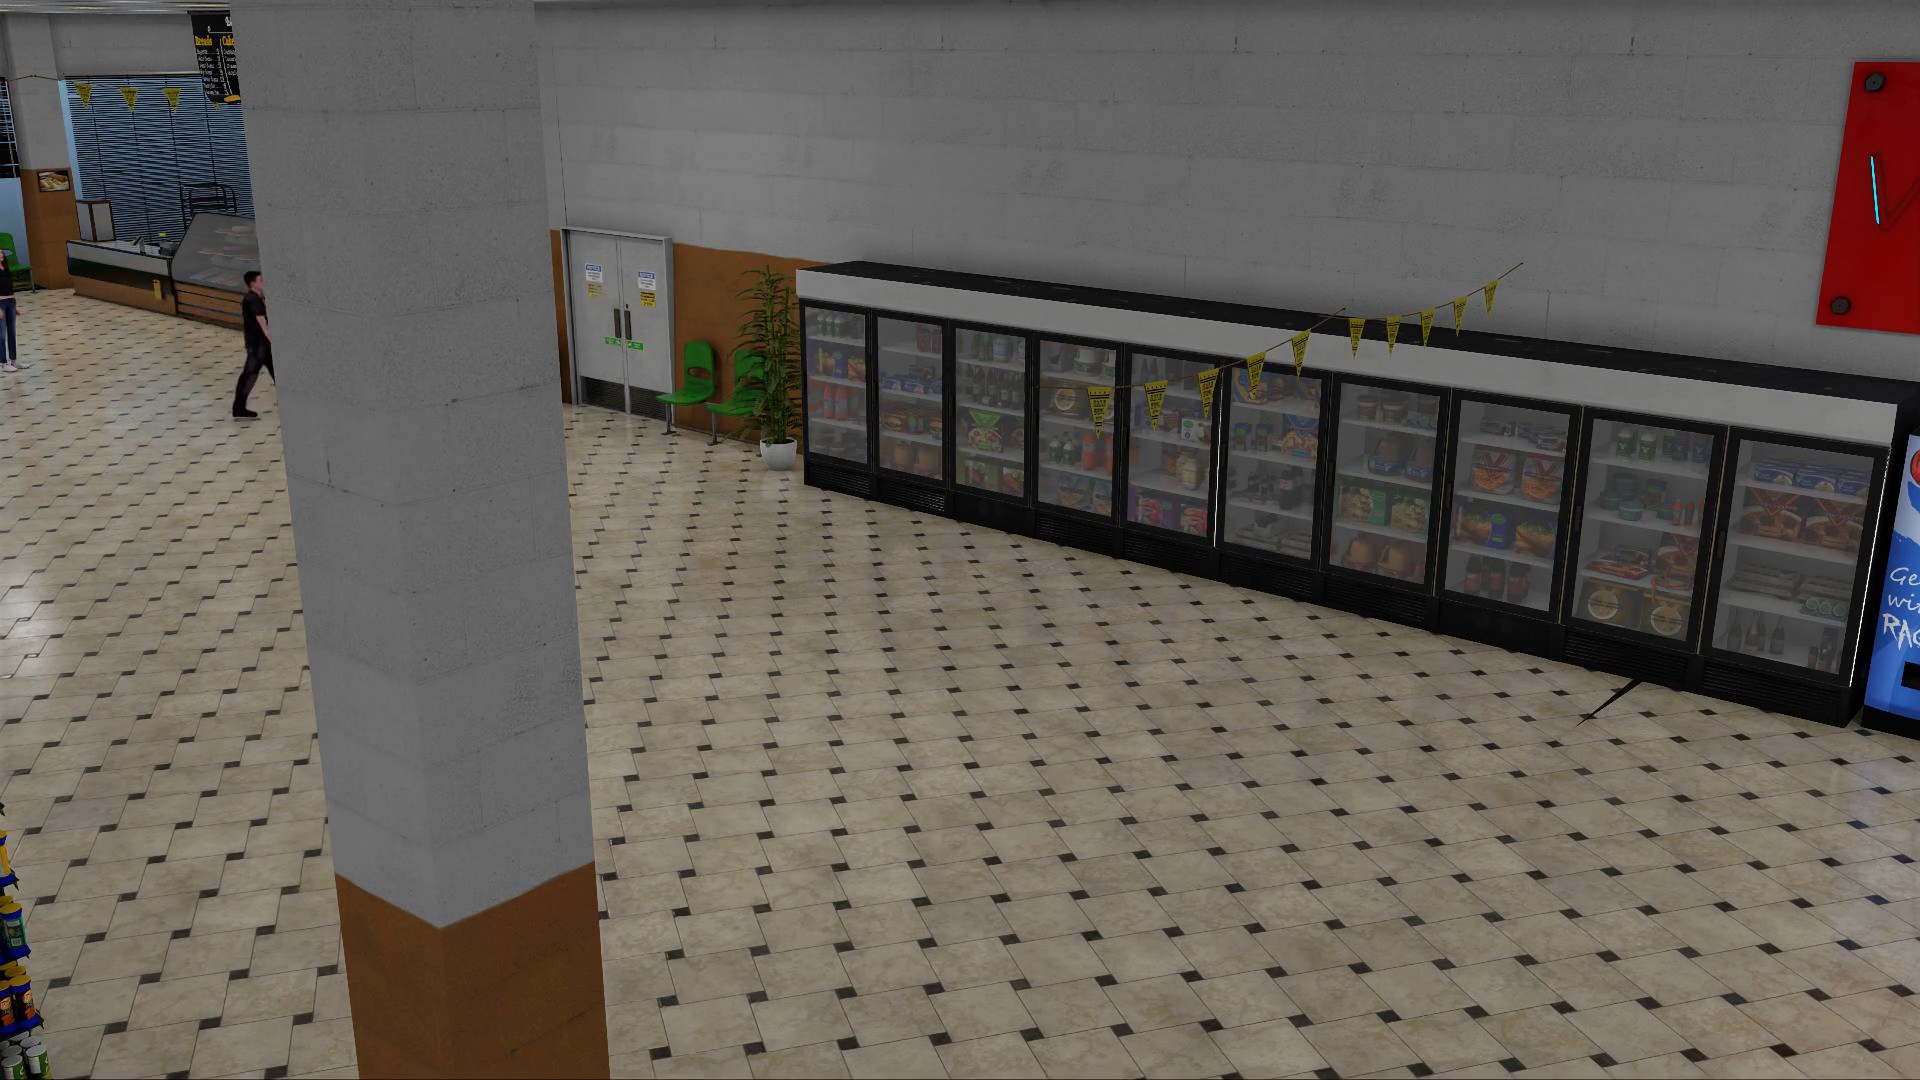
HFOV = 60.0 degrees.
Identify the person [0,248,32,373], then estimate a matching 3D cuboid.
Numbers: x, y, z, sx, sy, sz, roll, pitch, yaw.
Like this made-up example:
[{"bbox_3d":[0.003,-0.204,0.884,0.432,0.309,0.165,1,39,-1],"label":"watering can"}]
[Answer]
[{"bbox_3d":[-13.596,-3.301,23.659,0.725,1.786,0.629,3,17,10],"label":"person"}]
